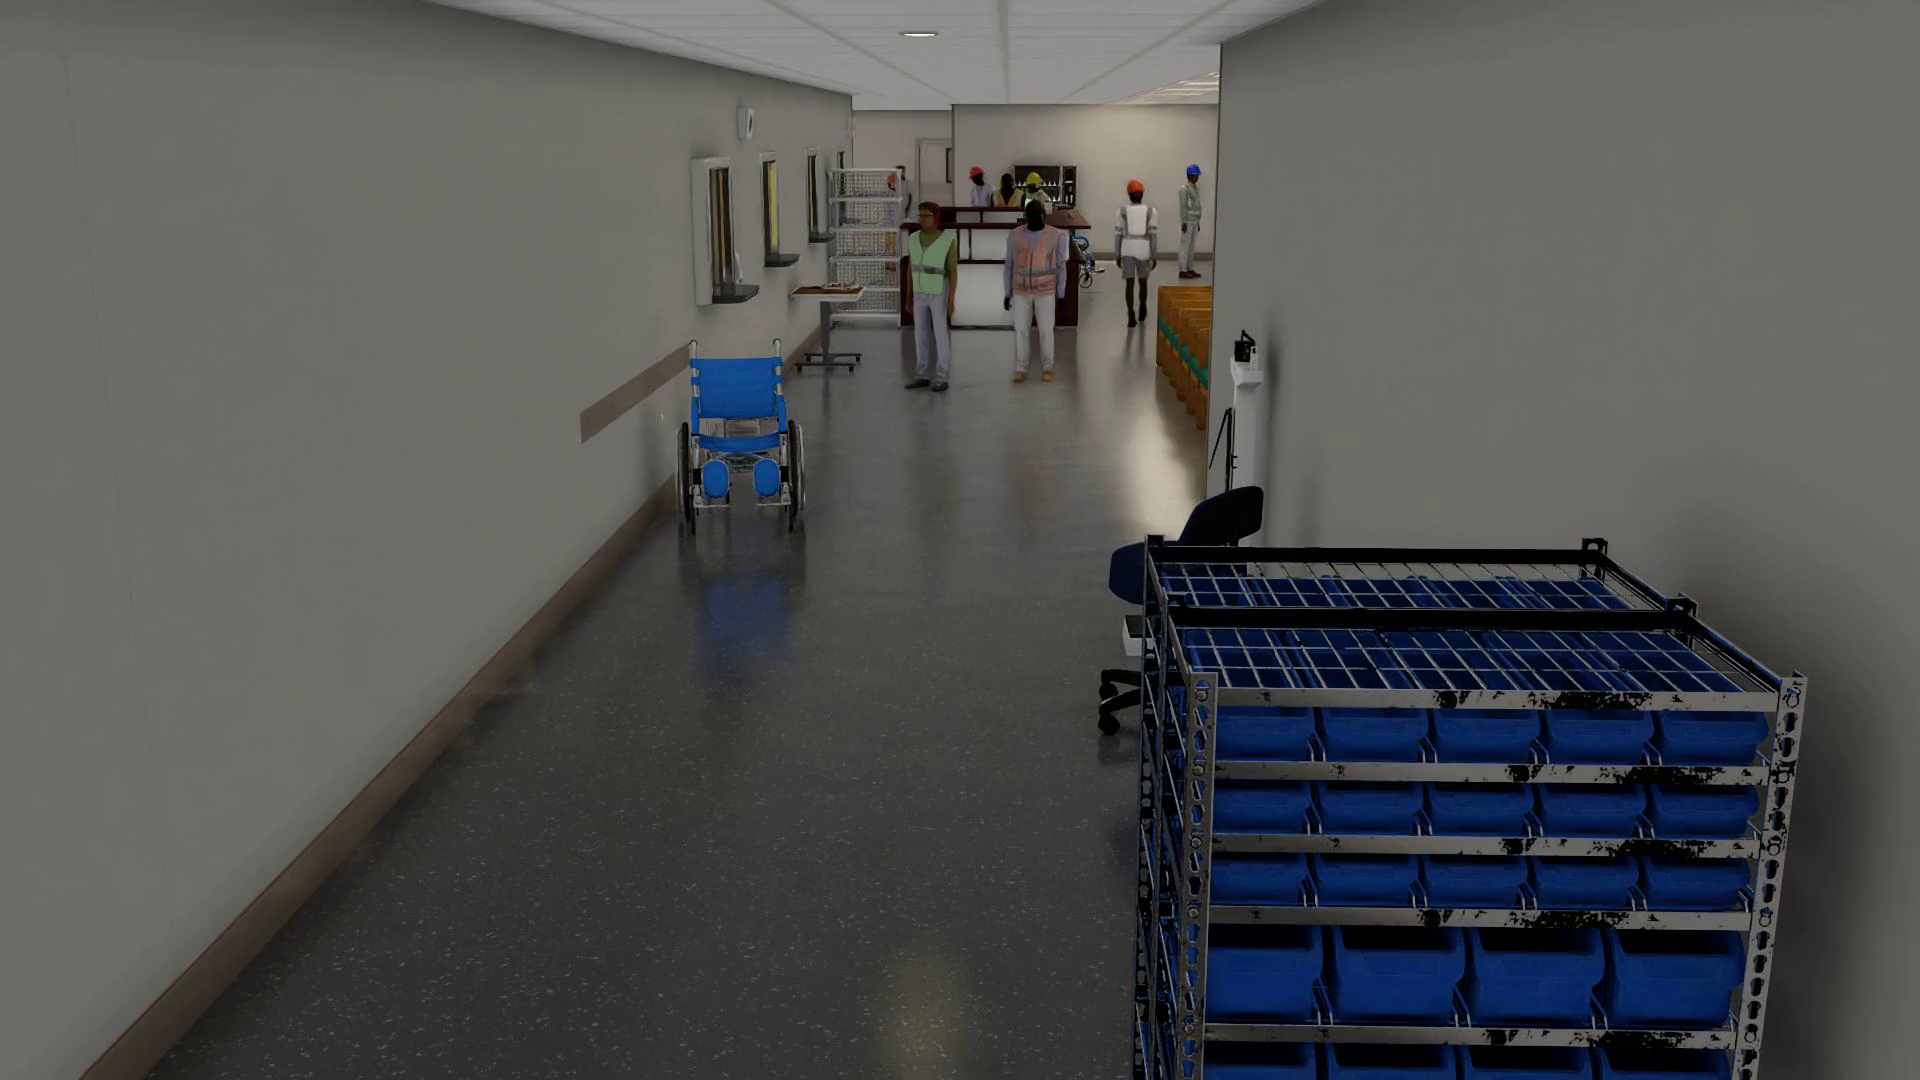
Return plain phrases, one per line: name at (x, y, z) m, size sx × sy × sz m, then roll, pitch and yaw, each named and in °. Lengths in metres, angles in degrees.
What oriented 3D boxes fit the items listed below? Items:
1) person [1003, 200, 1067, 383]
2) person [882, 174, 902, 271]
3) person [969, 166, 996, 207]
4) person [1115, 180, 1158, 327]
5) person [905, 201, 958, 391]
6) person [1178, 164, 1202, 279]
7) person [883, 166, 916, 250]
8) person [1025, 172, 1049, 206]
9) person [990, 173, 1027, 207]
person at (0.750, -2.503, 16.833) m, size 0.644 × 1.835 × 0.439 m, roll 3°, pitch 14°, yaw 13°
person at (-1.230, -5.743, 30.175) m, size 0.411 × 1.757 × 0.575 m, roll -4°, pitch 14°, yaw -14°
person at (0.496, -5.779, 30.018) m, size 0.749 × 1.884 × 0.412 m, roll 9°, pitch 16°, yaw 32°
person at (2.316, -3.782, 21.912) m, size 0.547 × 1.874 × 1.020 m, roll 2°, pitch 14°, yaw 6°
person at (-0.276, -2.395, 16.350) m, size 0.569 × 1.843 × 0.373 m, roll 9°, pitch 16°, yaw 32°
person at (3.987, -5.508, 28.772) m, size 0.389 × 1.946 × 0.614 m, roll 8°, pitch 16°, yaw 31°
person at (-1.159, -6.911, 34.796) m, size 0.860 × 1.794 × 0.542 m, roll -13°, pitch 19°, yaw -42°
person at (1.289, -5.343, 28.377) m, size 0.403 × 1.816 × 0.607 m, roll -6°, pitch 15°, yaw -22°
person at (0.775, -5.057, 27.168) m, size 0.628 × 1.842 × 0.429 m, roll 2°, pitch 14°, yaw 8°
